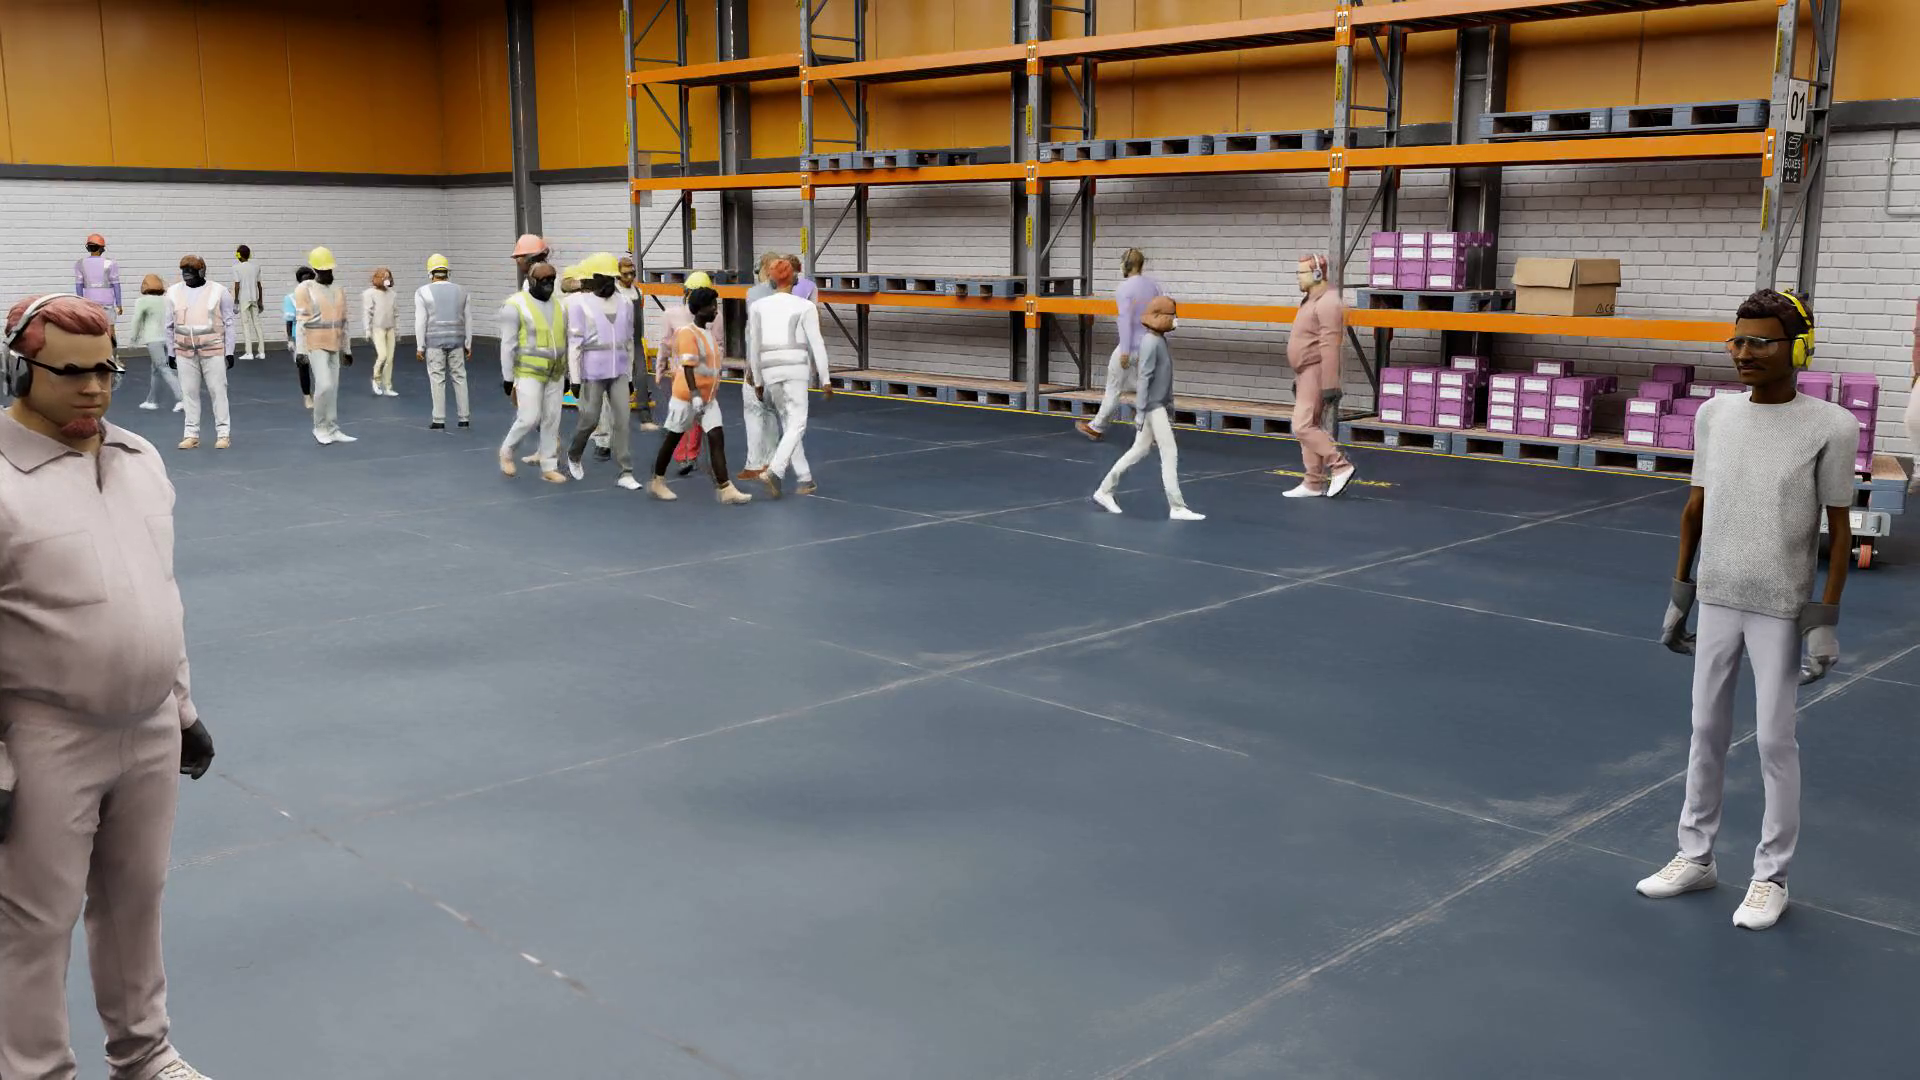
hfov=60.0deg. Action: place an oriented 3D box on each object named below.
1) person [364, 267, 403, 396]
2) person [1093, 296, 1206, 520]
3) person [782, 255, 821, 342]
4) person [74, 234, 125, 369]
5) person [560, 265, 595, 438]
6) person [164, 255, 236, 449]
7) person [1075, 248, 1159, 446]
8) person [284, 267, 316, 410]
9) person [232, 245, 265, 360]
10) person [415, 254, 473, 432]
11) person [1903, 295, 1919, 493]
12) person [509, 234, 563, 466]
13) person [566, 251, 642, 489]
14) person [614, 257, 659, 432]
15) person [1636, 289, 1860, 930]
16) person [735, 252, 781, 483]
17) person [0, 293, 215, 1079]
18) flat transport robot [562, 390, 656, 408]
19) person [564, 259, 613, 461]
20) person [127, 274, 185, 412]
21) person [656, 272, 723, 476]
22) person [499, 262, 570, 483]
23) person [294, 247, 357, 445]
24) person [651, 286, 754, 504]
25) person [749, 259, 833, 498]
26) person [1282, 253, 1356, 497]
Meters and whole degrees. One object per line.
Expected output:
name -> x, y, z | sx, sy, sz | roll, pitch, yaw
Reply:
person -> -7.230, -2.609, 20.906 | 0.348, 1.620, 0.529 | 6, 12, 31
person -> 1.343, -0.949, 11.932 | 0.819, 1.603, 0.520 | 3, 11, 17
person -> -1.856, -2.306, 18.777 | 0.578, 1.787, 0.895 | 2, 11, 10
person -> -13.007, -3.599, 25.161 | 0.611, 2.042, 0.393 | -2, 11, -12
person -> -3.785, -1.867, 16.576 | 0.413, 1.714, 0.515 | 1, 10, 7
person -> -7.206, -1.775, 15.773 | 0.633, 1.839, 0.429 | -1, 10, -6
person -> 1.620, -1.858, 16.093 | 1.013, 1.884, 0.655 | 9, 14, 41
person -> -7.437, -2.288, 19.058 | 0.545, 1.645, 0.873 | -7, 12, -33
person -> -11.638, -3.879, 27.175 | 0.309, 1.864, 0.535 | 7, 13, 34
person -> -5.345, -2.034, 17.210 | 0.601, 1.827, 0.404 | -8, 13, -37
person -> 7.588, -1.287, 12.816 | 0.571, 1.954, 0.669 | -4, 11, -19
person -> -3.701, -1.639, 14.516 | 0.424, 2.027, 0.631 | 1, 10, 6
person -> -2.910, -1.373, 13.439 | 0.598, 1.901, 0.851 | -9, 14, -41
person -> -3.530, -2.035, 17.298 | 0.870, 1.812, 0.511 | 8, 13, 38
person -> 2.326, 0.203, 4.906 | 0.320, 1.871, 0.533 | -8, 13, -36
person -> -1.598, -1.440, 13.839 | 0.405, 1.889, 0.677 | 4, 11, 20
person -> -1.885, 0.426, 3.610 | 0.406, 1.902, 0.638 | 3, 11, 17
flat transport robot -> -4.303, -1.681, 19.538 | 1.431, 0.197, 0.652 | 8, 13, 37
person -> -3.324, -1.613, 14.988 | 0.589, 1.800, 0.744 | 2, 11, 11
person -> -9.215, -2.272, 19.169 | 0.870, 1.588, 0.505 | 4, 11, 22
person -> -2.269, -1.394, 14.042 | 0.555, 1.709, 0.871 | -3, 11, -15
person -> -3.492, -1.362, 13.607 | 0.590, 1.820, 0.640 | 8, 13, 38
person -> -6.123, -1.849, 16.013 | 0.438, 1.900, 0.698 | 5, 11, 23
person -> -2.001, -1.088, 12.564 | 0.878, 1.645, 0.548 | 4, 11, 21
person -> -1.372, -1.238, 12.863 | 0.682, 1.837, 0.762 | 3, 11, 18
person -> 2.720, -1.239, 12.726 | 0.459, 1.890, 0.645 | 0, 10, 1
